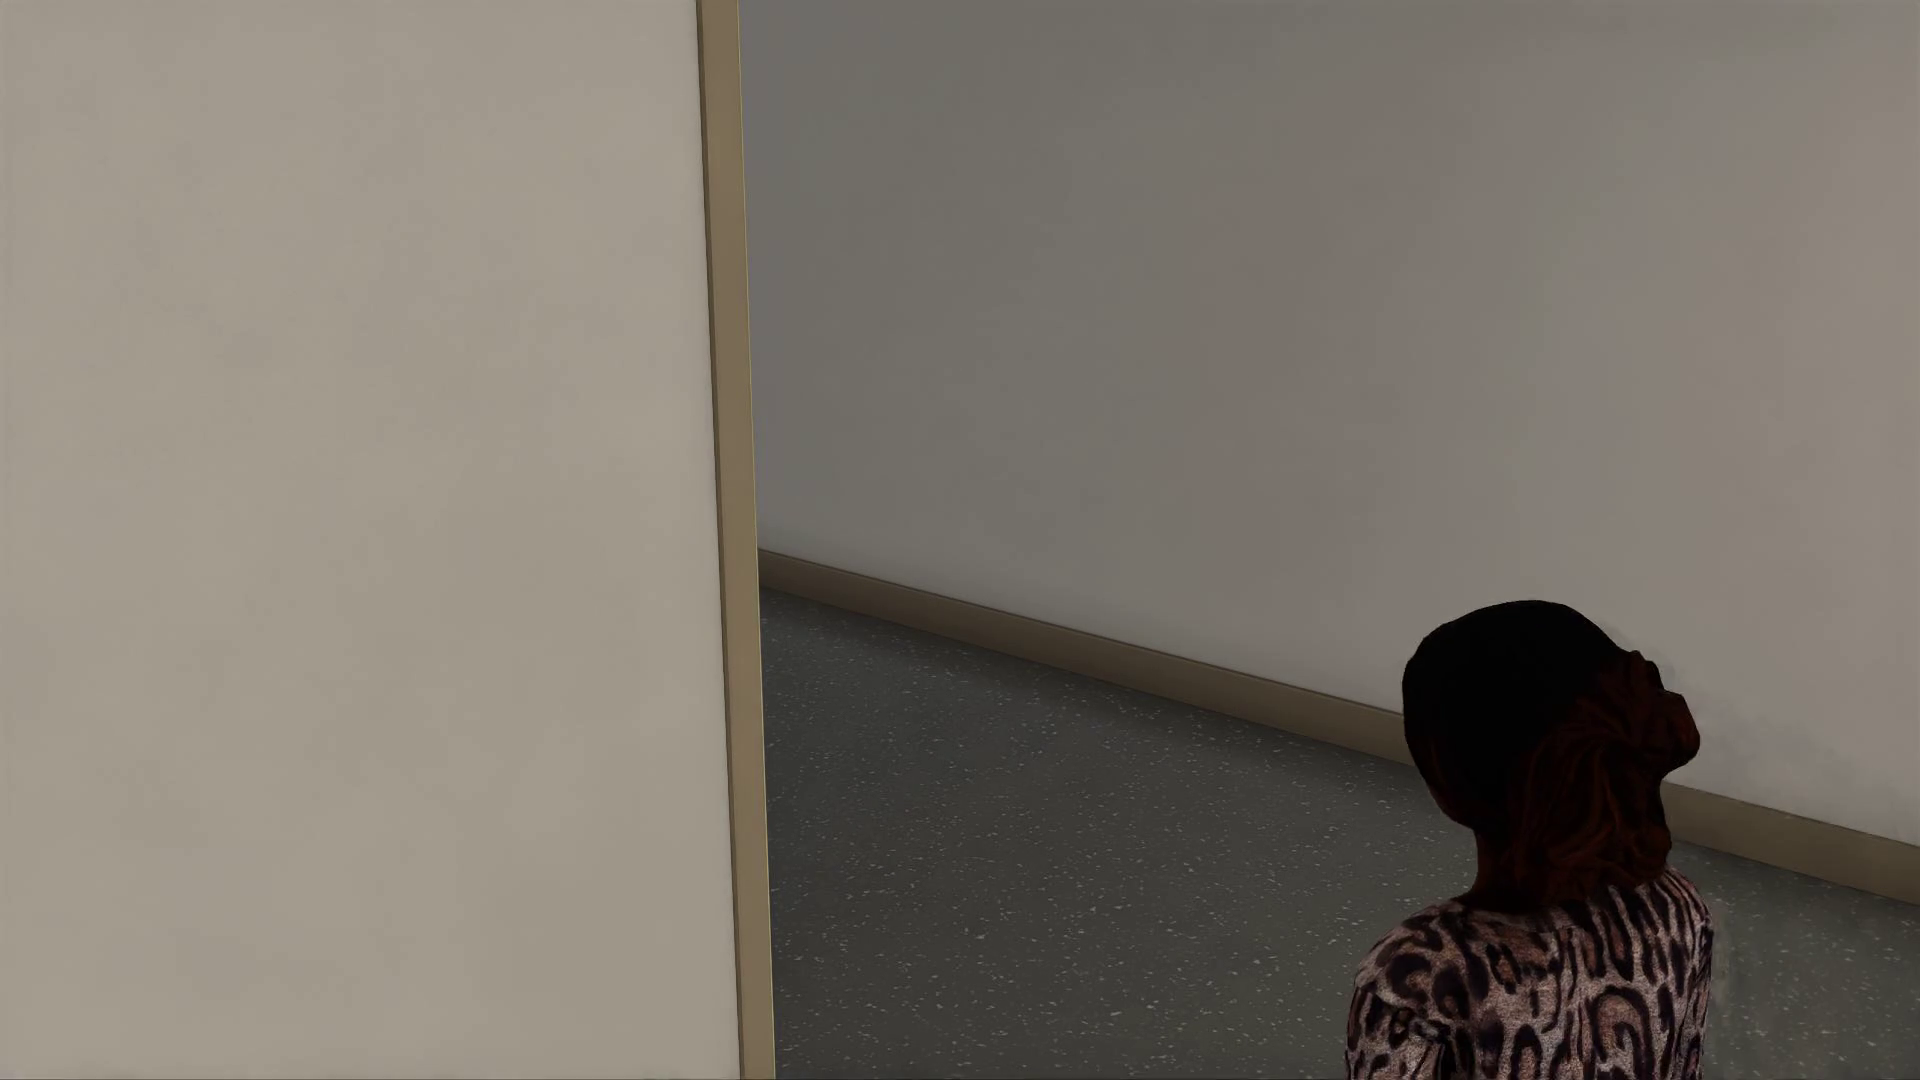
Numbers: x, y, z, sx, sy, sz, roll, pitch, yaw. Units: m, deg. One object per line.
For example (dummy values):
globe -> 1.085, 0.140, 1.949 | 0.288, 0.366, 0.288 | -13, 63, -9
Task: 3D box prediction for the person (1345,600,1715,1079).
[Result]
person -> 0.598, 0.914, 1.622 | 1.015, 1.686, 0.978 | -5, 16, -17
